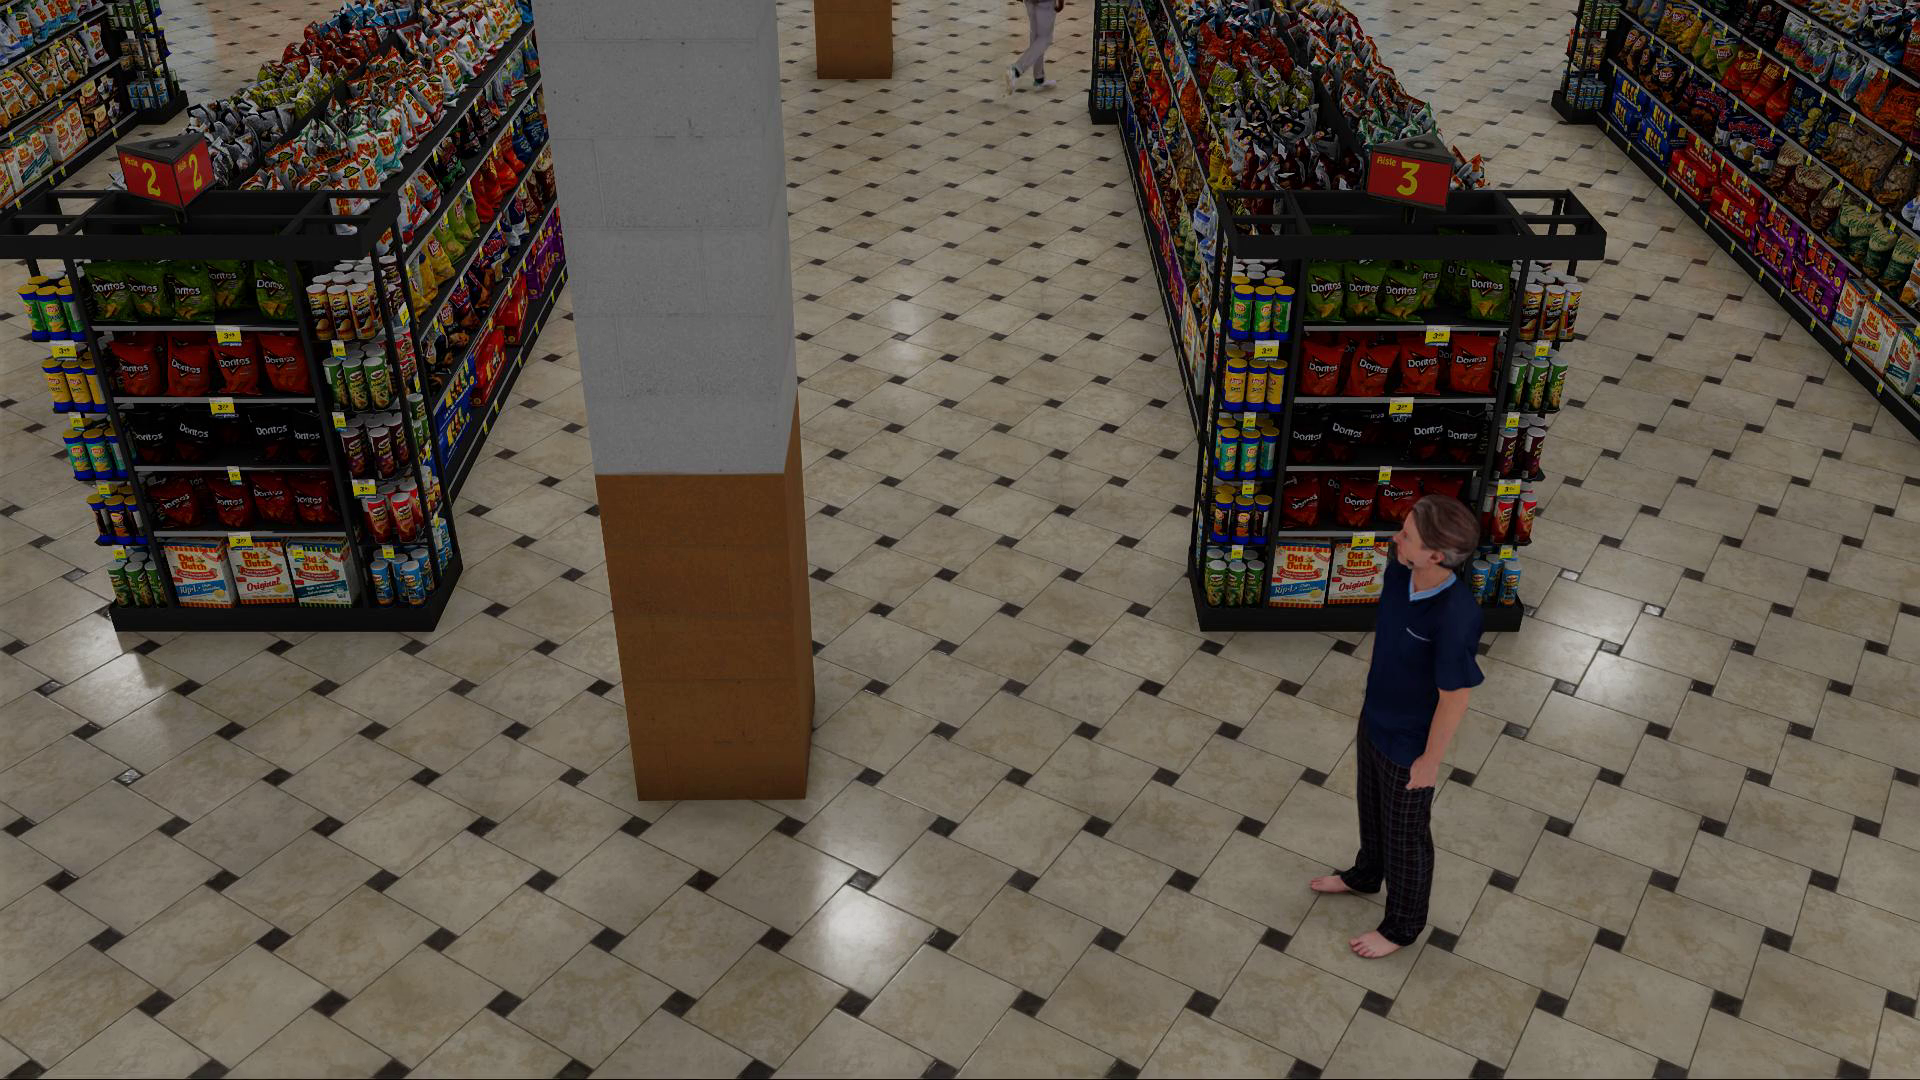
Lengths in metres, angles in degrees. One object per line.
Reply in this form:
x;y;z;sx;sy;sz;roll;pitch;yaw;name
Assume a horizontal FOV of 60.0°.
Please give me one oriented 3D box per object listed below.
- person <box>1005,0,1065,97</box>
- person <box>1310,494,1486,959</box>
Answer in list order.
0.639;-4.770;14.581;1.086;1.806;1.153;25;40;34;person
1.557;0.650;5.808;0.771;1.870;0.566;-7;33;-11;person
